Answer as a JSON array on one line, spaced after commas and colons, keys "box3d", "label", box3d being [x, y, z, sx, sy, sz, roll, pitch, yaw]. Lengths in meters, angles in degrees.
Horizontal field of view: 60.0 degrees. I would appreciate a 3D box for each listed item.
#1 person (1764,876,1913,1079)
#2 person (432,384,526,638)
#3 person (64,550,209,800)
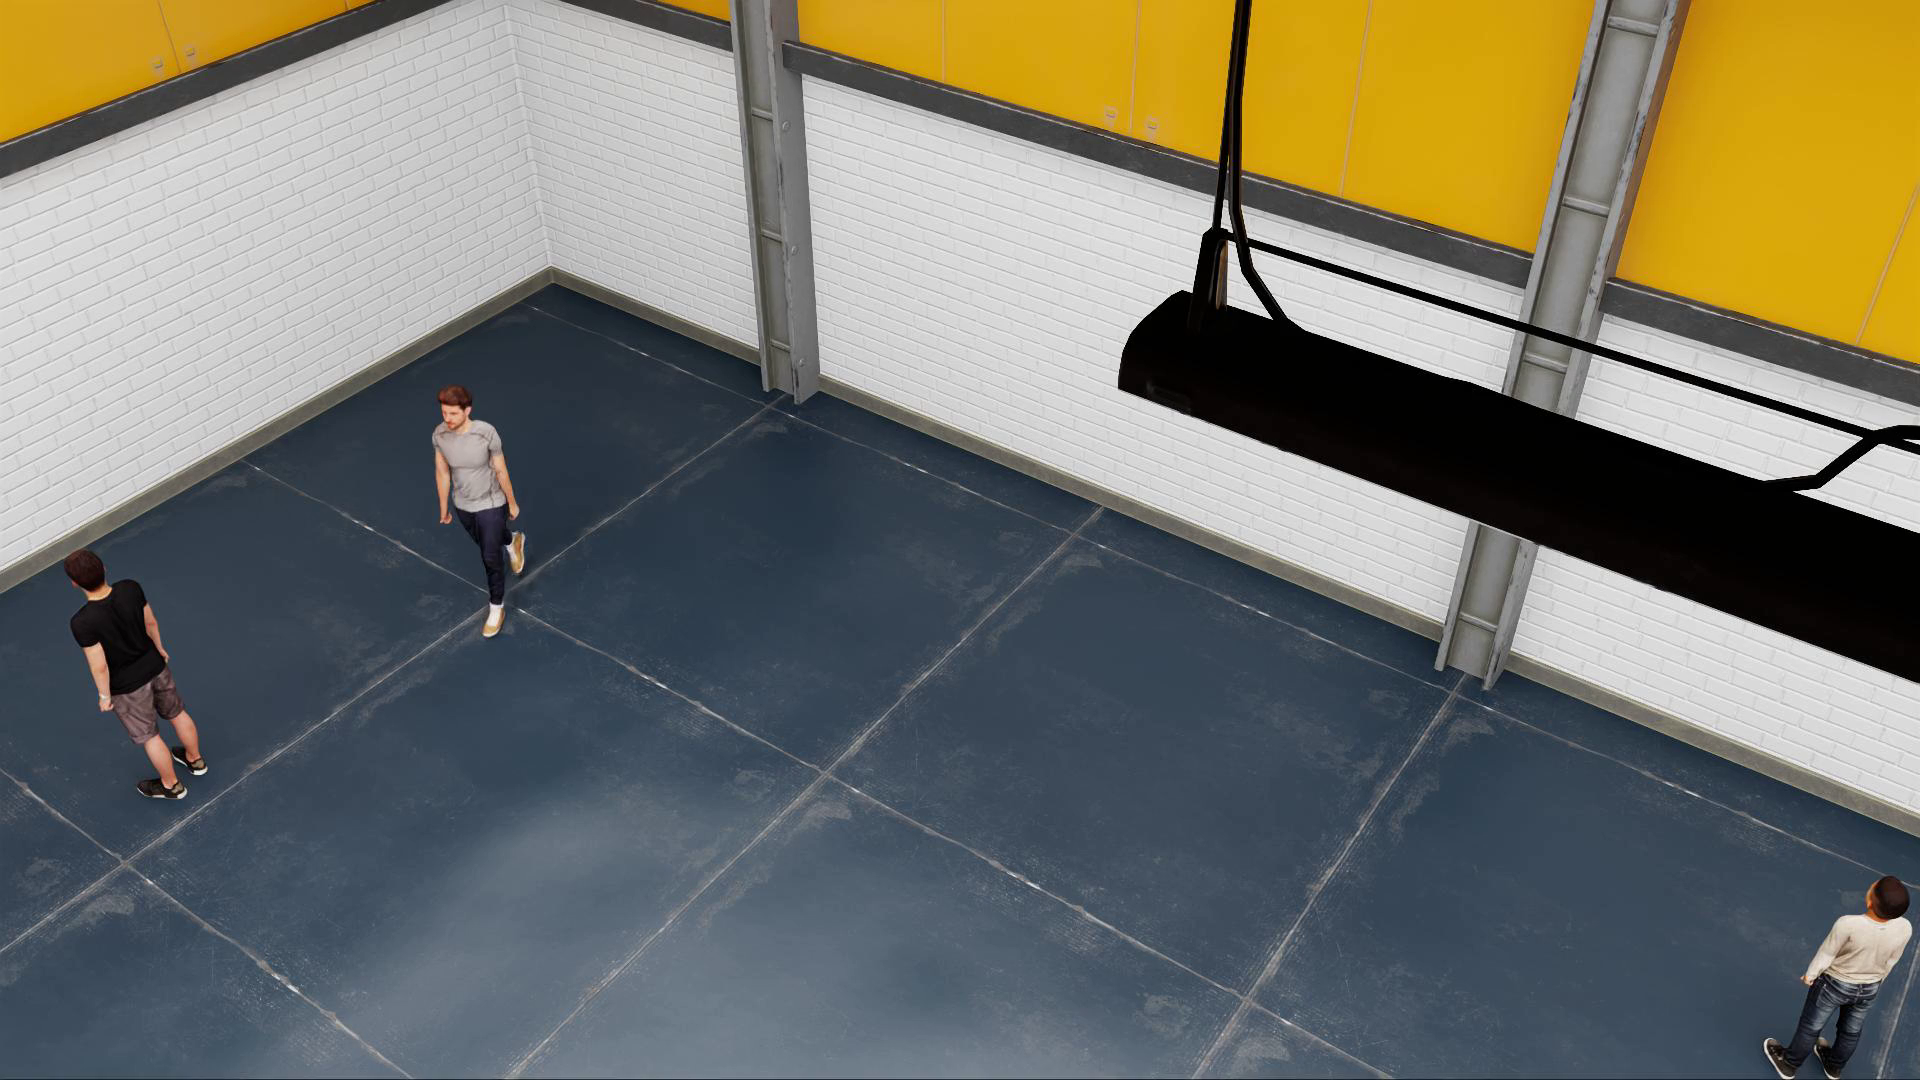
[{"box3d": [4.533, 2.255, 8.481, 0.580, 1.459, 0.673, 1, 39, 1], "label": "person"}, {"box3d": [-3.250, -0.319, 11.380, 1.187, 1.863, 1.033, 7, 39, 9], "label": "person"}, {"box3d": [-4.945, 0.805, 9.975, 0.658, 1.860, 0.726, 15, 41, 18], "label": "person"}]
